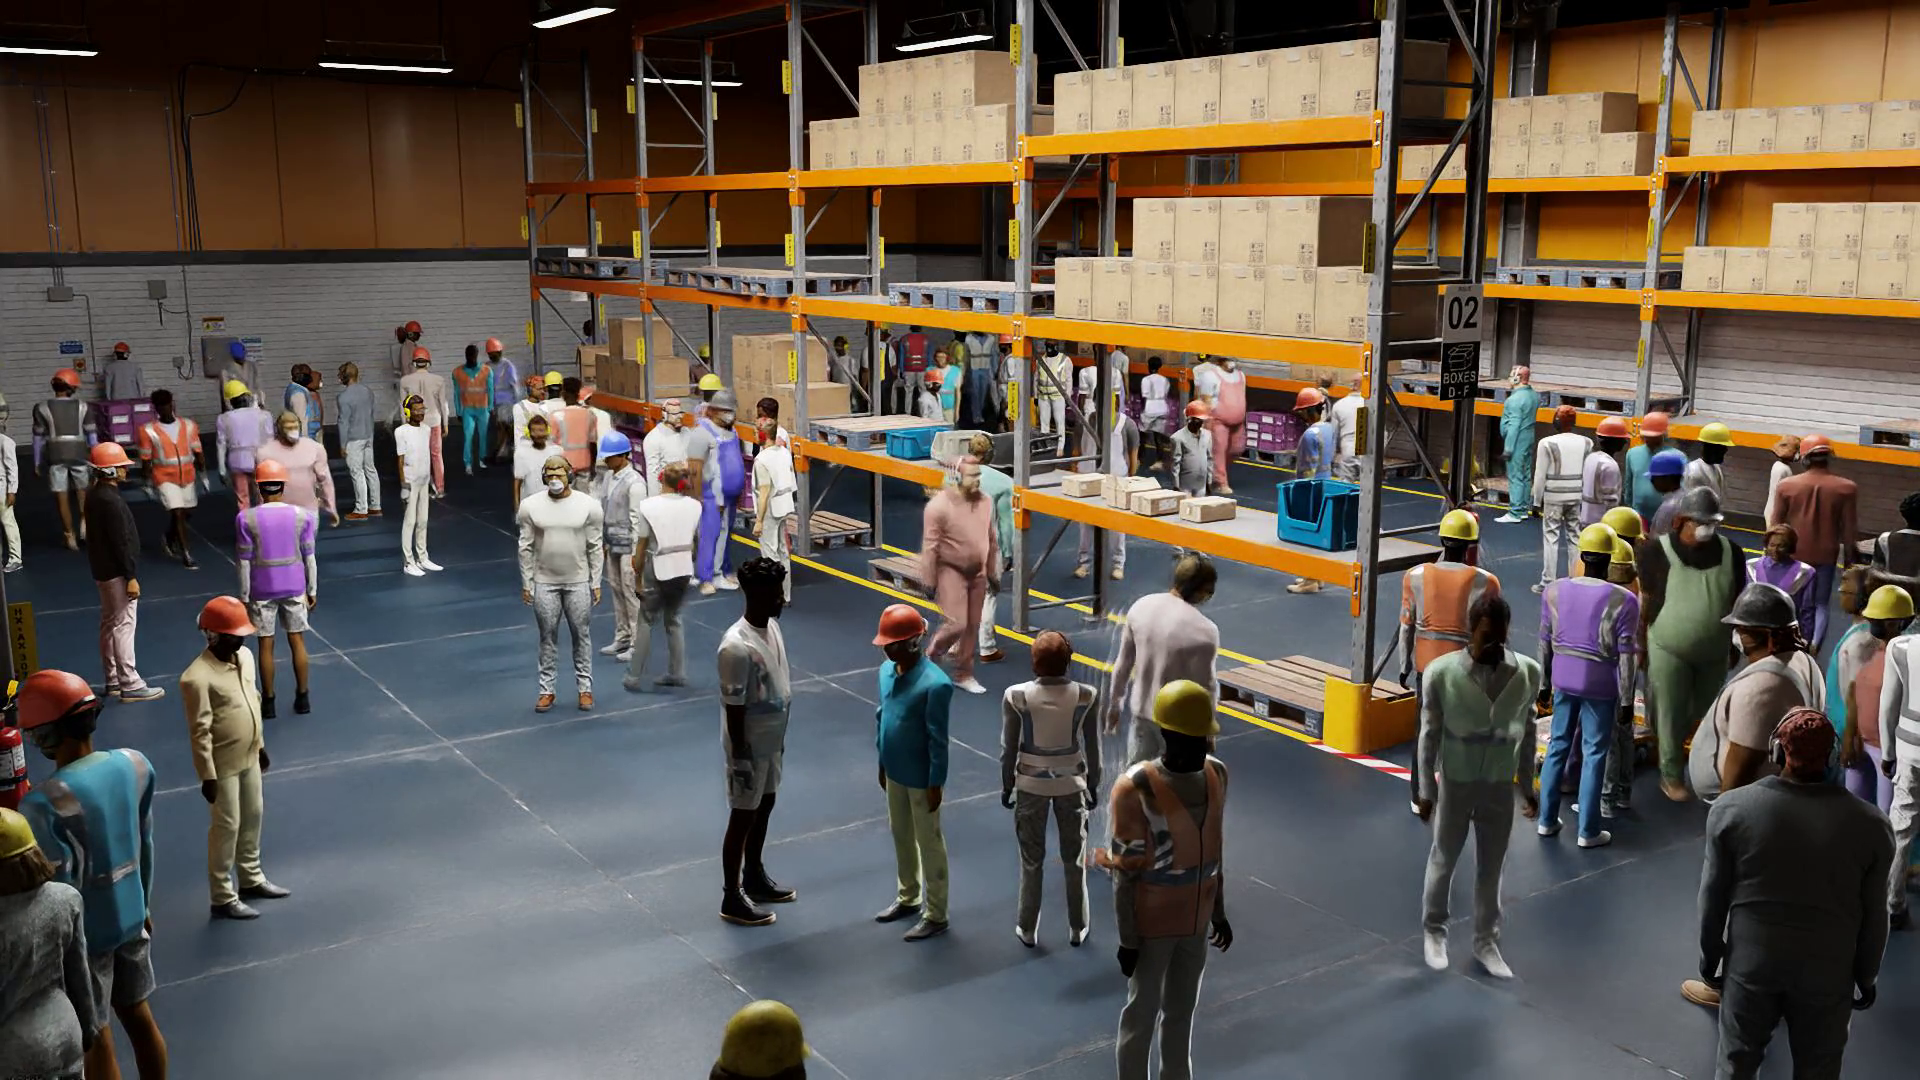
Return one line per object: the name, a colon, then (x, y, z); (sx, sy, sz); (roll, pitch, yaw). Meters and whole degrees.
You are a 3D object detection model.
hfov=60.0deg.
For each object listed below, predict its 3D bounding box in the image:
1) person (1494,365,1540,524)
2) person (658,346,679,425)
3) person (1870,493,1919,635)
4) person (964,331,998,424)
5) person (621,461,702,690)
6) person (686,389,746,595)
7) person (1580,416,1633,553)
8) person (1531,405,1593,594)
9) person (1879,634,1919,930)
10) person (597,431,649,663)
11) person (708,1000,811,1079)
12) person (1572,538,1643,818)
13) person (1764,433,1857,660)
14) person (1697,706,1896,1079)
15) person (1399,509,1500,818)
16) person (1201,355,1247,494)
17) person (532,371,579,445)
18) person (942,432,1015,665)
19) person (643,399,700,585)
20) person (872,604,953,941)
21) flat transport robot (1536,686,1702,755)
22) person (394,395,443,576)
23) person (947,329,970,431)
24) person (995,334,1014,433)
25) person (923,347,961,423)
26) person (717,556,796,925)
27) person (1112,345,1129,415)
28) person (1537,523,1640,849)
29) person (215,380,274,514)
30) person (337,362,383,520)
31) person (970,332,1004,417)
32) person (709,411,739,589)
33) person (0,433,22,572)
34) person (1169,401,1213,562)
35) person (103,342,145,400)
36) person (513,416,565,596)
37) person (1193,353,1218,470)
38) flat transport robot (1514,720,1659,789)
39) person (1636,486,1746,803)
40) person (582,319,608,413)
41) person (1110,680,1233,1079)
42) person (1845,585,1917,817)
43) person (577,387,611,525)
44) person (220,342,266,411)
person: (6.721, -1.153, 20.101); (0.400, 1.909, 0.643); (9, 14, 40)
person: (-4.945, -2.641, 27.912); (0.501, 1.839, 0.345); (-1, 11, -3)
person: (6.957, 0.492, 12.236); (0.320, 1.694, 0.534); (-8, 14, -37)
person: (0.387, -3.015, 29.665); (0.607, 1.888, 0.748); (-5, 12, -23)
person: (-2.342, 0.286, 12.981); (0.666, 1.811, 0.569); (-10, 15, -41)
person: (-2.385, -0.514, 16.485); (0.533, 2.000, 0.957); (4, 12, 18)
person: (5.750, -0.146, 14.862); (0.376, 1.935, 0.550); (0, 11, 0)
person: (5.885, -0.387, 16.285); (0.592, 1.873, 0.369); (-2, 11, -13)
person: (4.994, 1.126, 8.497); (0.355, 1.883, 0.576); (-9, 14, -39)
person: (-2.806, 0.049, 13.869); (0.423, 1.935, 0.614); (-8, 14, -36)
person: (-0.512, 2.019, 4.315); (0.489, 1.731, 0.325); (6, 13, 28)
person: (4.017, 0.843, 10.302); (0.321, 1.742, 0.492); (11, 15, 43)
person: (6.864, 0.126, 13.427); (0.669, 1.958, 0.667); (5, 12, 25)
person: (3.114, 1.557, 6.261); (0.642, 1.900, 0.401); (6, 12, 27)
person: (3.003, 0.765, 10.228); (0.593, 1.924, 0.384); (5, 12, 26)
person: (3.550, -1.638, 22.236); (0.690, 2.000, 0.625); (-5, 12, -25)
person: (-4.667, -0.990, 19.257); (0.591, 1.912, 0.399); (-8, 14, -35)
person: (0.155, 0.071, 13.807); (0.645, 1.927, 0.389); (5, 12, 23)
person: (-2.827, -0.457, 16.534); (0.406, 1.906, 0.654); (7, 13, 32)
person: (-0.273, 1.180, 8.596); (0.353, 1.738, 0.572); (-9, 14, -38)
flat transport robot: (4.860, 1.242, 12.040); (0.652, 0.197, 1.431); (-7, 13, -33)
person: (-5.609, -0.573, 17.219); (0.333, 1.873, 0.520); (4, 12, 22)
person: (-0.032, -2.755, 28.290); (0.399, 1.916, 0.585); (-3, 12, -17)
person: (0.705, -2.211, 25.429); (0.354, 1.939, 0.545); (-1, 11, -6)
person: (-0.273, -1.873, 24.028); (0.568, 1.810, 0.872); (2, 11, 8)
person: (-1.066, 1.042, 8.750); (0.367, 1.958, 0.610); (3, 11, 15)
person: (2.522, -2.355, 26.448); (0.357, 1.835, 0.516); (-7, 13, -33)
person: (3.704, 0.850, 9.834); (0.395, 1.918, 0.593); (-10, 15, -43)
person: (-7.948, -0.838, 18.496); (0.610, 1.897, 0.531); (-7, 13, -31)
person: (-7.361, -1.205, 20.312); (0.372, 1.932, 0.626); (3, 11, 15)
person: (0.502, -3.227, 30.750); (0.928, 1.898, 0.659); (10, 15, 41)
person: (-2.390, -0.457, 16.541); (0.399, 1.909, 0.600); (0, 11, -2)
person: (-10.088, -0.541, 17.351); (0.571, 1.753, 0.323); (3, 12, 17)
person: (2.495, -0.626, 17.814); (0.566, 1.744, 0.350); (-7, 13, -33)
person: (-12.955, -2.196, 25.831); (0.565, 1.748, 0.339); (-3, 12, -17)
person: (-4.007, -0.288, 15.907); (0.538, 1.812, 0.988); (-5, 12, -24)
person: (3.546, -1.936, 24.192); (0.532, 1.874, 0.321); (-8, 13, -34)
flat transport robot: (4.145, 1.393, 11.267); (1.431, 0.197, 0.652); (-7, 13, -33)
person: (4.700, 0.602, 10.773); (0.693, 2.000, 0.849); (0, 11, 2)
person: (-6.264, -2.804, 28.486); (0.367, 1.933, 0.628); (4, 12, 19)
person: (0.848, 1.480, 6.564); (0.585, 1.929, 0.370); (-8, 14, -37)
person: (4.937, 1.099, 8.959); (0.334, 1.761, 0.527); (-3, 11, -13)
person: (-4.354, -0.952, 19.546); (0.600, 1.711, 0.626); (10, 15, 40)
person: (-10.359, -1.941, 24.180); (0.858, 1.884, 0.687); (8, 14, 35)
